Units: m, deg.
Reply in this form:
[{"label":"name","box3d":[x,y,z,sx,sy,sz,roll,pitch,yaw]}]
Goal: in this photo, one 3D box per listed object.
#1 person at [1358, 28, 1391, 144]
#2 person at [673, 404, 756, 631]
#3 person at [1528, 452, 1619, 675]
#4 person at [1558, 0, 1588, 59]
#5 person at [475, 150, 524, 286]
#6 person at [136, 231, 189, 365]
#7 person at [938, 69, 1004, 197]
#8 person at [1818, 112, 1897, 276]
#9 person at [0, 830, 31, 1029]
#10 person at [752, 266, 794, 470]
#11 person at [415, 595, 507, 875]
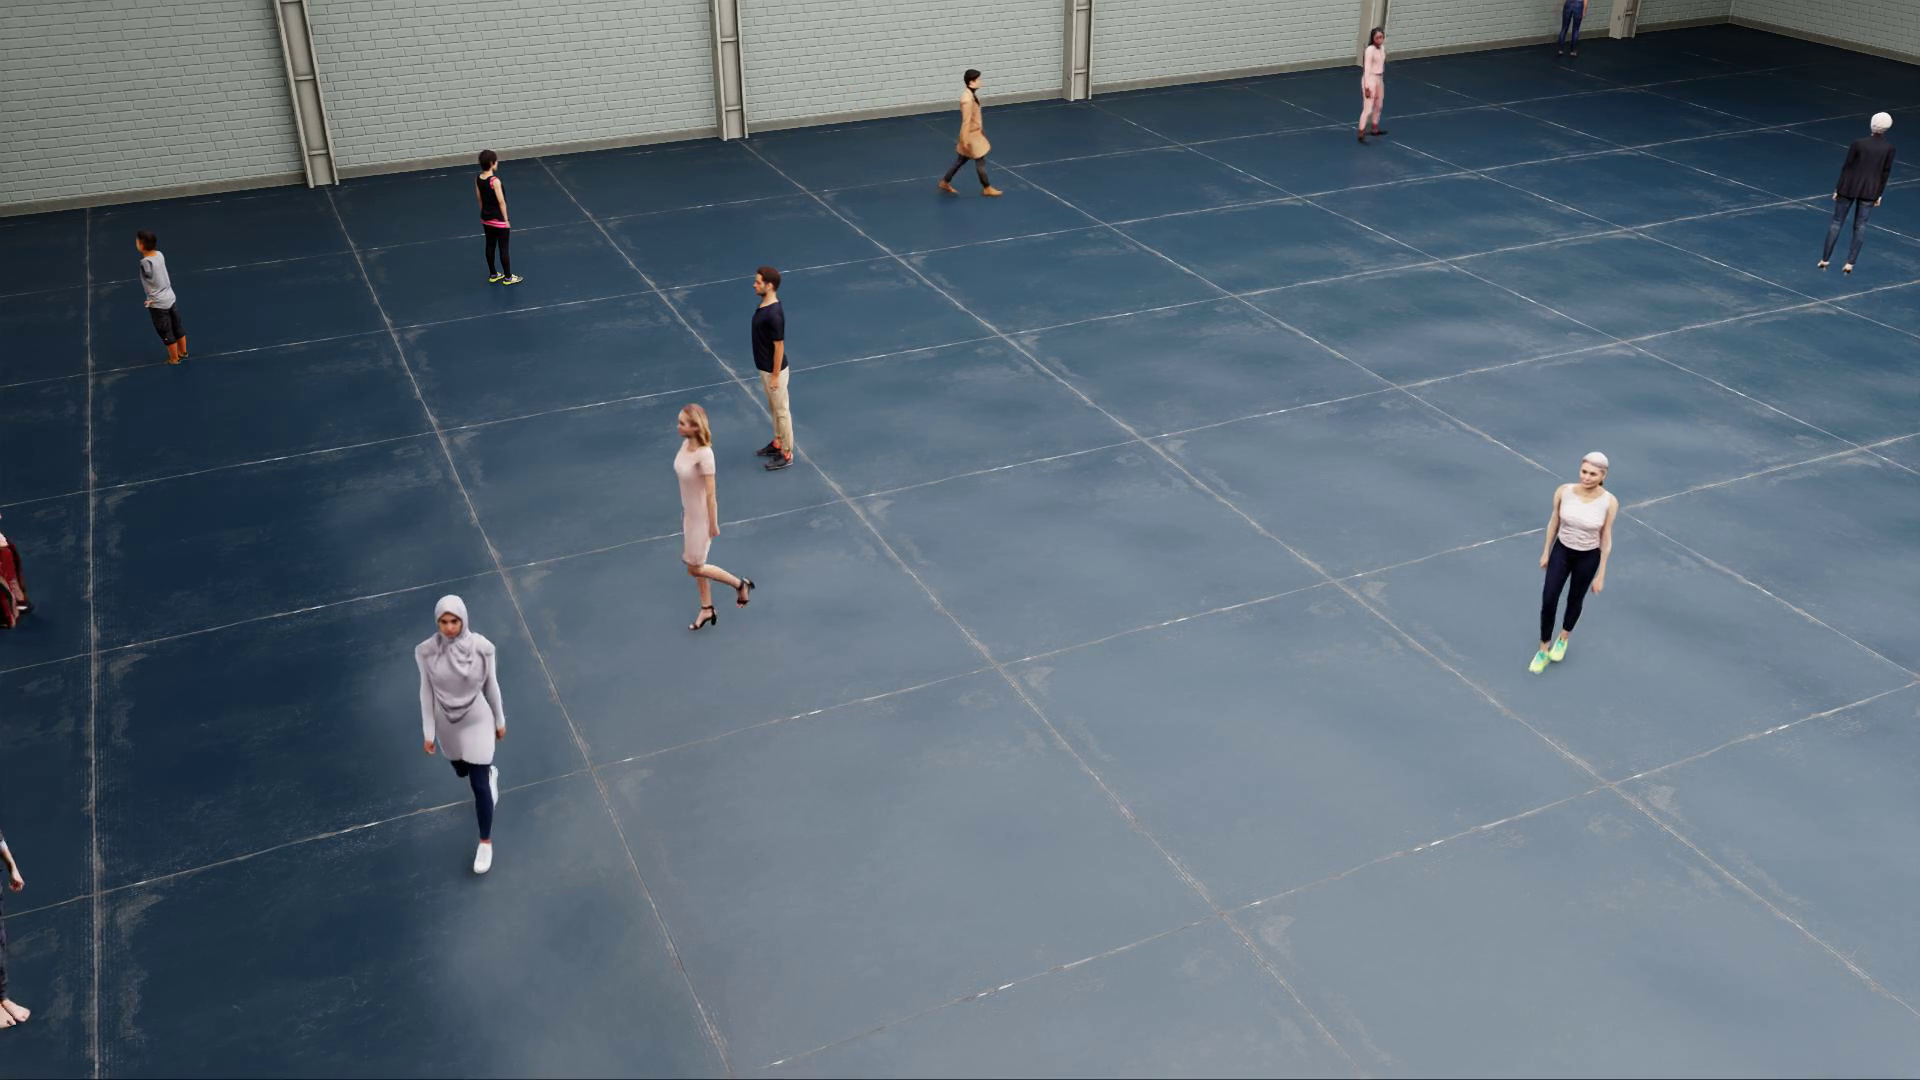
[{"label":"person","box3d":[6.163,-6.793,24.854,0.973,1.700,0.700,16,32,28]},{"label":"person","box3d":[-1.841,-0.168,12.289,0.754,1.818,0.573,-13,31,-23]},{"label":"person","box3d":[4.433,0.107,11.914,0.850,1.686,0.938,16,32,28]},{"label":"person","box3d":[11.165,-9.681,30.256,0.666,1.721,0.662,20,34,32]},{"label":"person","box3d":[-5.409,-3.751,19.300,0.621,1.552,0.652,17,32,28]},{"label":"person","box3d":[-8.242,-2.543,17.133,0.675,1.456,0.655,4,28,7]},{"label":"person","box3d":[0.052,-5.431,22.302,1.230,1.696,1.009,1,28,3]},{"label":"person","box3d":[9.614,-3.744,17.877,0.822,1.782,0.788,10,30,18]},{"label":"person","box3d":[-5.234,1.802,8.663,0.799,1.750,0.738,10,30,18]},{"label":"person","box3d":[-1.660,-1.551,14.843,0.570,1.859,0.667,-8,29,-15]},{"label":"person","box3d":[-2.971,1.076,10.025,1.100,1.750,0.973,0,28,0]}]
